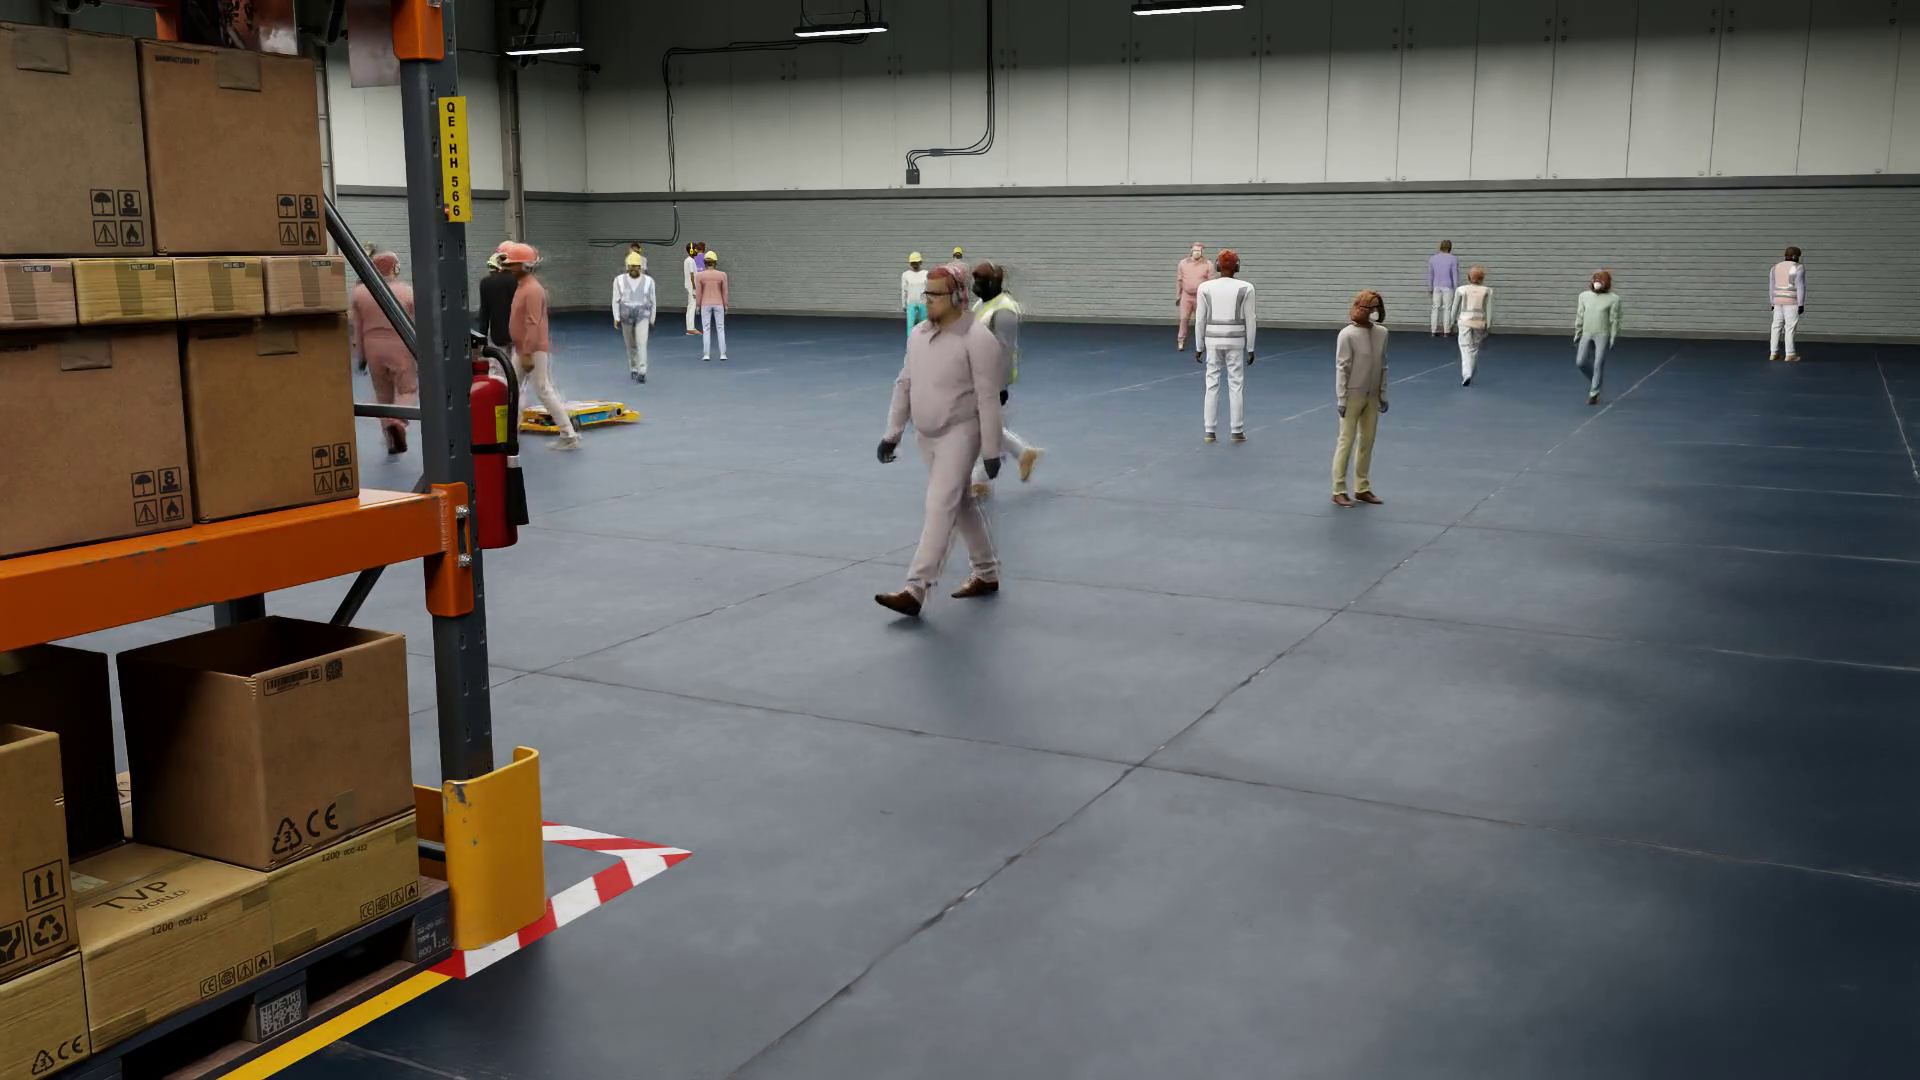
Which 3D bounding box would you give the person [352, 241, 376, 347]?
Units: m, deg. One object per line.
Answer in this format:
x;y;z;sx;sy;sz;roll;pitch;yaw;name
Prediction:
-10.575;-4.369;29.732;0.661;1.901;0.928;2;11;10;person

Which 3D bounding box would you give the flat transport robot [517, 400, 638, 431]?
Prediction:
-4.107;-1.323;17.587;0.652;0.197;1.431;5;12;26;flat transport robot

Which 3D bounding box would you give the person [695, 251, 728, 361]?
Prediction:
-4.019;-3.782;26.924;0.526;1.765;0.329;-2;11;-11;person

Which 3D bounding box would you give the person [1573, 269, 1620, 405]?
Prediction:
7.620;-2.433;19.930;0.525;1.619;0.383;9;14;40;person

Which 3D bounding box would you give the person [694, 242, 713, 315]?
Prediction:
-6.535;-6.587;41.997;0.569;1.842;0.377;3;11;18;person

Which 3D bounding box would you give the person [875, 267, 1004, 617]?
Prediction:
-0.111;-0.538;9.004;1.010;1.853;0.660;-8;13;-37;person

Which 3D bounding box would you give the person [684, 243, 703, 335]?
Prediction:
-5.459;-5.132;33.998;0.317;1.870;0.531;-4;11;-20;person

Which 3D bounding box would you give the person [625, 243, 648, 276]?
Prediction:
-7.317;-5.769;37.556;0.560;1.833;0.887;-1;10;-5;person

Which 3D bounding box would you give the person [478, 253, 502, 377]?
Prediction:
-5.223;-2.357;18.978;0.588;1.827;0.403;9;14;42;person

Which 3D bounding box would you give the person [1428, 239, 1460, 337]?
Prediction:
9.616;-4.998;33.078;0.635;1.937;0.352;9;14;40;person

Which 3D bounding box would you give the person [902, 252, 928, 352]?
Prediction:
-0.723;-3.970;28.031;0.542;1.724;0.868;1;10;4;person

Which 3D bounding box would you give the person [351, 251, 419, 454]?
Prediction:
-5.224;-1.700;15.244;0.667;1.880;0.655;0;10;-2;person

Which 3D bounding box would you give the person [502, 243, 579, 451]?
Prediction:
-4.059;-1.790;15.573;0.932;1.953;0.637;-5;12;-28;person

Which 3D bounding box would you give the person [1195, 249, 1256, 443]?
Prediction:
2.598;-1.892;16.283;0.585;1.883;0.340;3;11;17;person

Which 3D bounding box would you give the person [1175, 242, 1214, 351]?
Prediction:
4.100;-4.244;29.075;0.663;1.901;0.402;3;11;13;person

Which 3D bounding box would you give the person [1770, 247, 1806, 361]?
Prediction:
13.402;-3.816;26.914;0.429;1.838;0.621;-5;11;-24;person

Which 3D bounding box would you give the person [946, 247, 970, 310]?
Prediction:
-0.052;-5.356;35.499;0.534;1.767;0.313;-2;11;-10;person

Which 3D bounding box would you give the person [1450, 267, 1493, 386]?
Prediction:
6.937;-2.895;22.527;0.523;1.604;0.837;1;10;7;person

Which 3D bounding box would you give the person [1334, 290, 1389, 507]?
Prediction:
3.005;-1.058;12.457;0.505;1.624;0.290;-7;12;-32;person

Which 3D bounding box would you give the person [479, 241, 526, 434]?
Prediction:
-4.624;-2.111;17.297;0.629;1.945;1.008;0;10;-1;person

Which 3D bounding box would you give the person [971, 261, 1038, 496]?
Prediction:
0.284;-1.254;12.971;0.661;1.825;0.638;-3;11;-14;person

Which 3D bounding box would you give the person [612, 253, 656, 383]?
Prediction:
-4.530;-3.097;23.153;0.585;1.790;0.946;-1;10;-7;person
